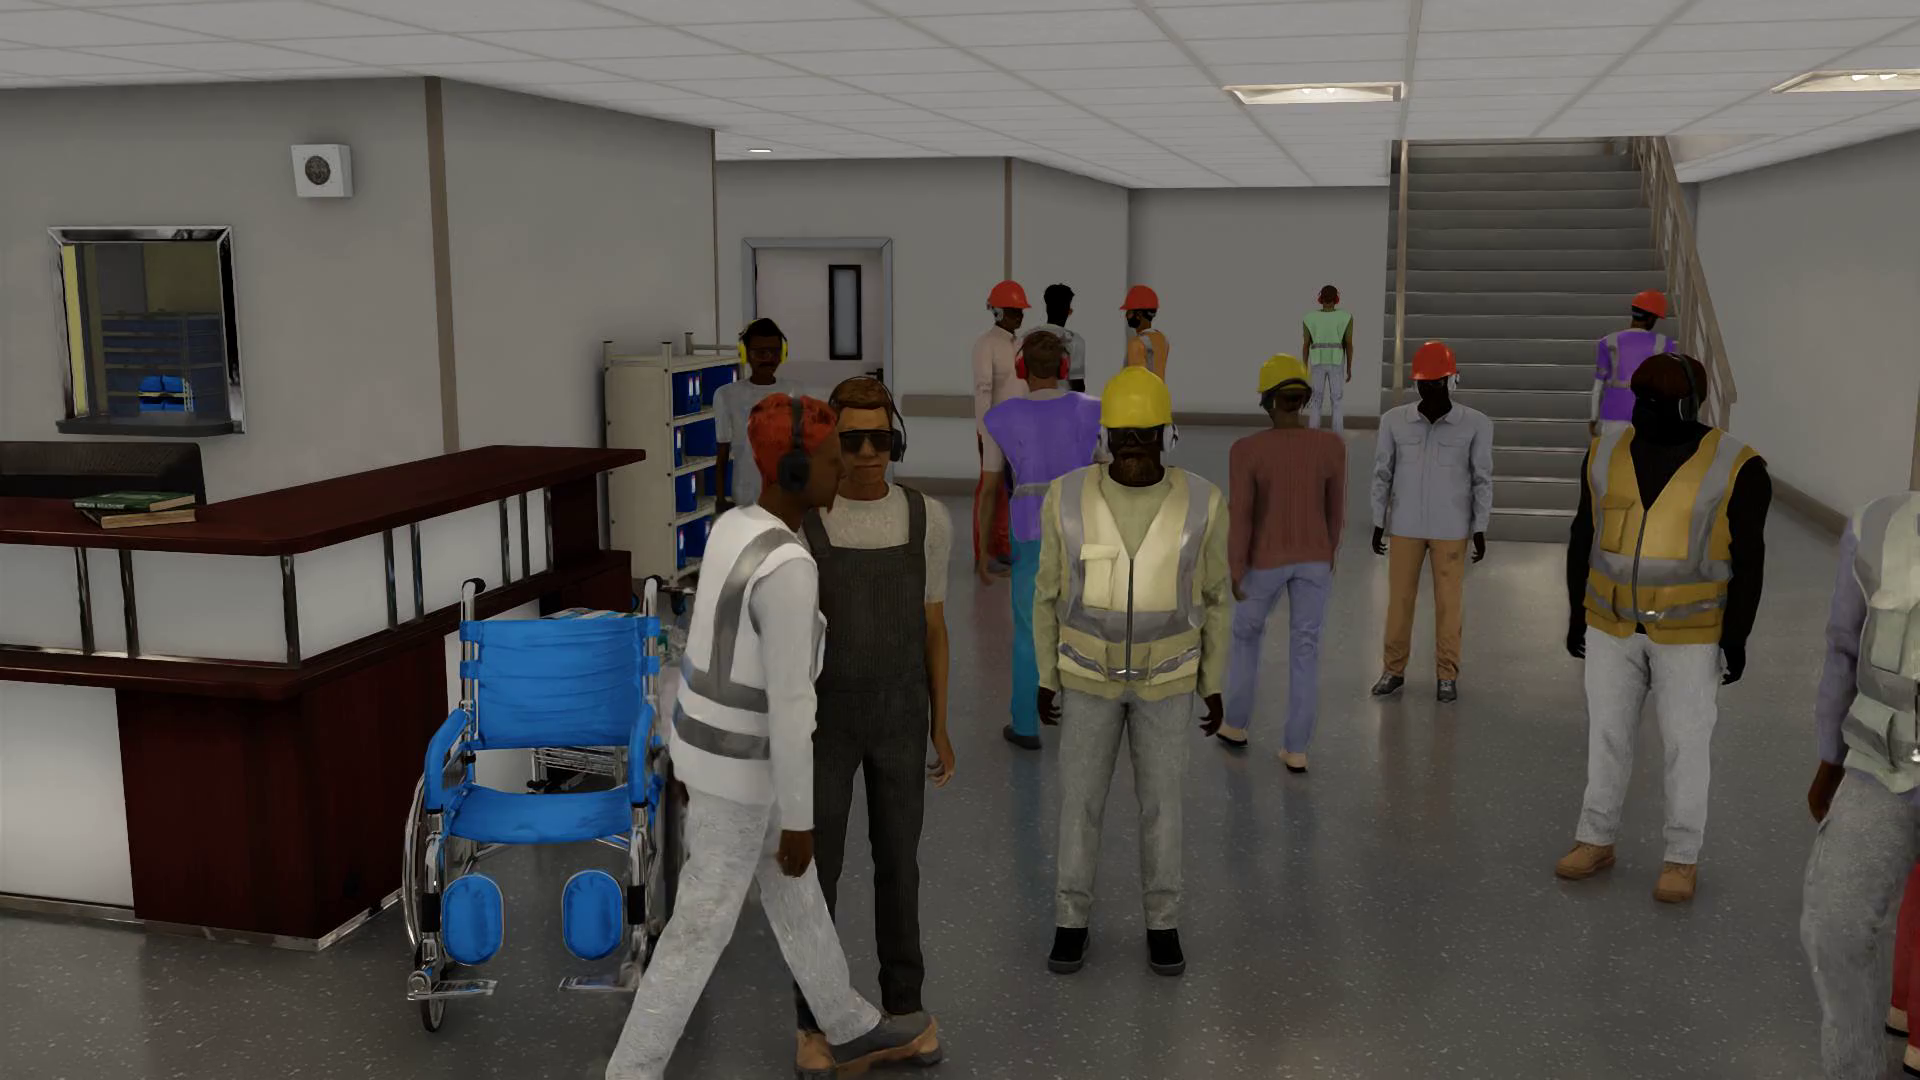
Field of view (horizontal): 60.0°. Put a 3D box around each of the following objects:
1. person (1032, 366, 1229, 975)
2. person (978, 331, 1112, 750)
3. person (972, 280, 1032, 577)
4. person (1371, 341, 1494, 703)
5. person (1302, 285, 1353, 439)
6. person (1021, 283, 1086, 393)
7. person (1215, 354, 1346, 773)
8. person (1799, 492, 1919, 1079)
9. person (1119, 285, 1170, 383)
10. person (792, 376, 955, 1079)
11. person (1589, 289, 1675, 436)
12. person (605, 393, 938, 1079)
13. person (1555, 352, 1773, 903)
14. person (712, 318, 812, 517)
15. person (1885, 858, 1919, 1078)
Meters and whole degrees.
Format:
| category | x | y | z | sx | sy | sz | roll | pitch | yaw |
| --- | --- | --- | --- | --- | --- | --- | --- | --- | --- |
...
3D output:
| category | x | y | z | sx | sy | sz | roll | pitch | yaw |
| --- | --- | --- | --- | --- | --- | --- | --- | --- | --- |
| person | 0.507 | 0.397 | 4.982 | 0.587 | 1.835 | 0.404 | 1 | 10 | 6 |
| person | 0.399 | 0.013 | 7.257 | 0.654 | 1.833 | 0.410 | -1 | 10 | -4 |
| person | 0.301 | -0.755 | 11.289 | 0.396 | 1.992 | 0.623 | 5 | 11 | 28 |
| person | 2.267 | -0.084 | 8.051 | 0.573 | 1.749 | 0.343 | 5 | 11 | 25 |
| person | 4.148 | -1.952 | 18.809 | 0.563 | 1.838 | 0.390 | 2 | 10 | 14 |
| person | 0.724 | -0.995 | 12.841 | 0.609 | 1.954 | 0.387 | 8 | 12 | 38 |
| person | 1.366 | 0.079 | 7.128 | 0.537 | 1.741 | 0.735 | -1 | 10 | -4 |
| person | 2.193 | 0.558 | 3.719 | 0.524 | 1.933 | 0.644 | -7 | 12 | -37 |
| person | 1.369 | -0.952 | 12.615 | 0.353 | 1.941 | 0.543 | 5 | 11 | 27 |
| person | -0.255 | 0.493 | 4.381 | 0.508 | 1.846 | 0.345 | -3 | 10 | -18 |
| person | 5.119 | -0.952 | 12.722 | 0.598 | 1.908 | 0.435 | 4 | 10 | 21 |
| person | -0.482 | 0.555 | 4.067 | 0.936 | 1.831 | 0.584 | -3 | 10 | -17 |
| person | 2.339 | 0.291 | 5.601 | 0.626 | 1.839 | 0.430 | 9 | 13 | 42 |
| person | -0.952 | -0.157 | 8.176 | 0.508 | 1.862 | 0.326 | -3 | 10 | -16 |
| person | 2.680 | 0.540 | 4.337 | 0.318 | 1.767 | 0.534 | 4 | 10 | 22 |
